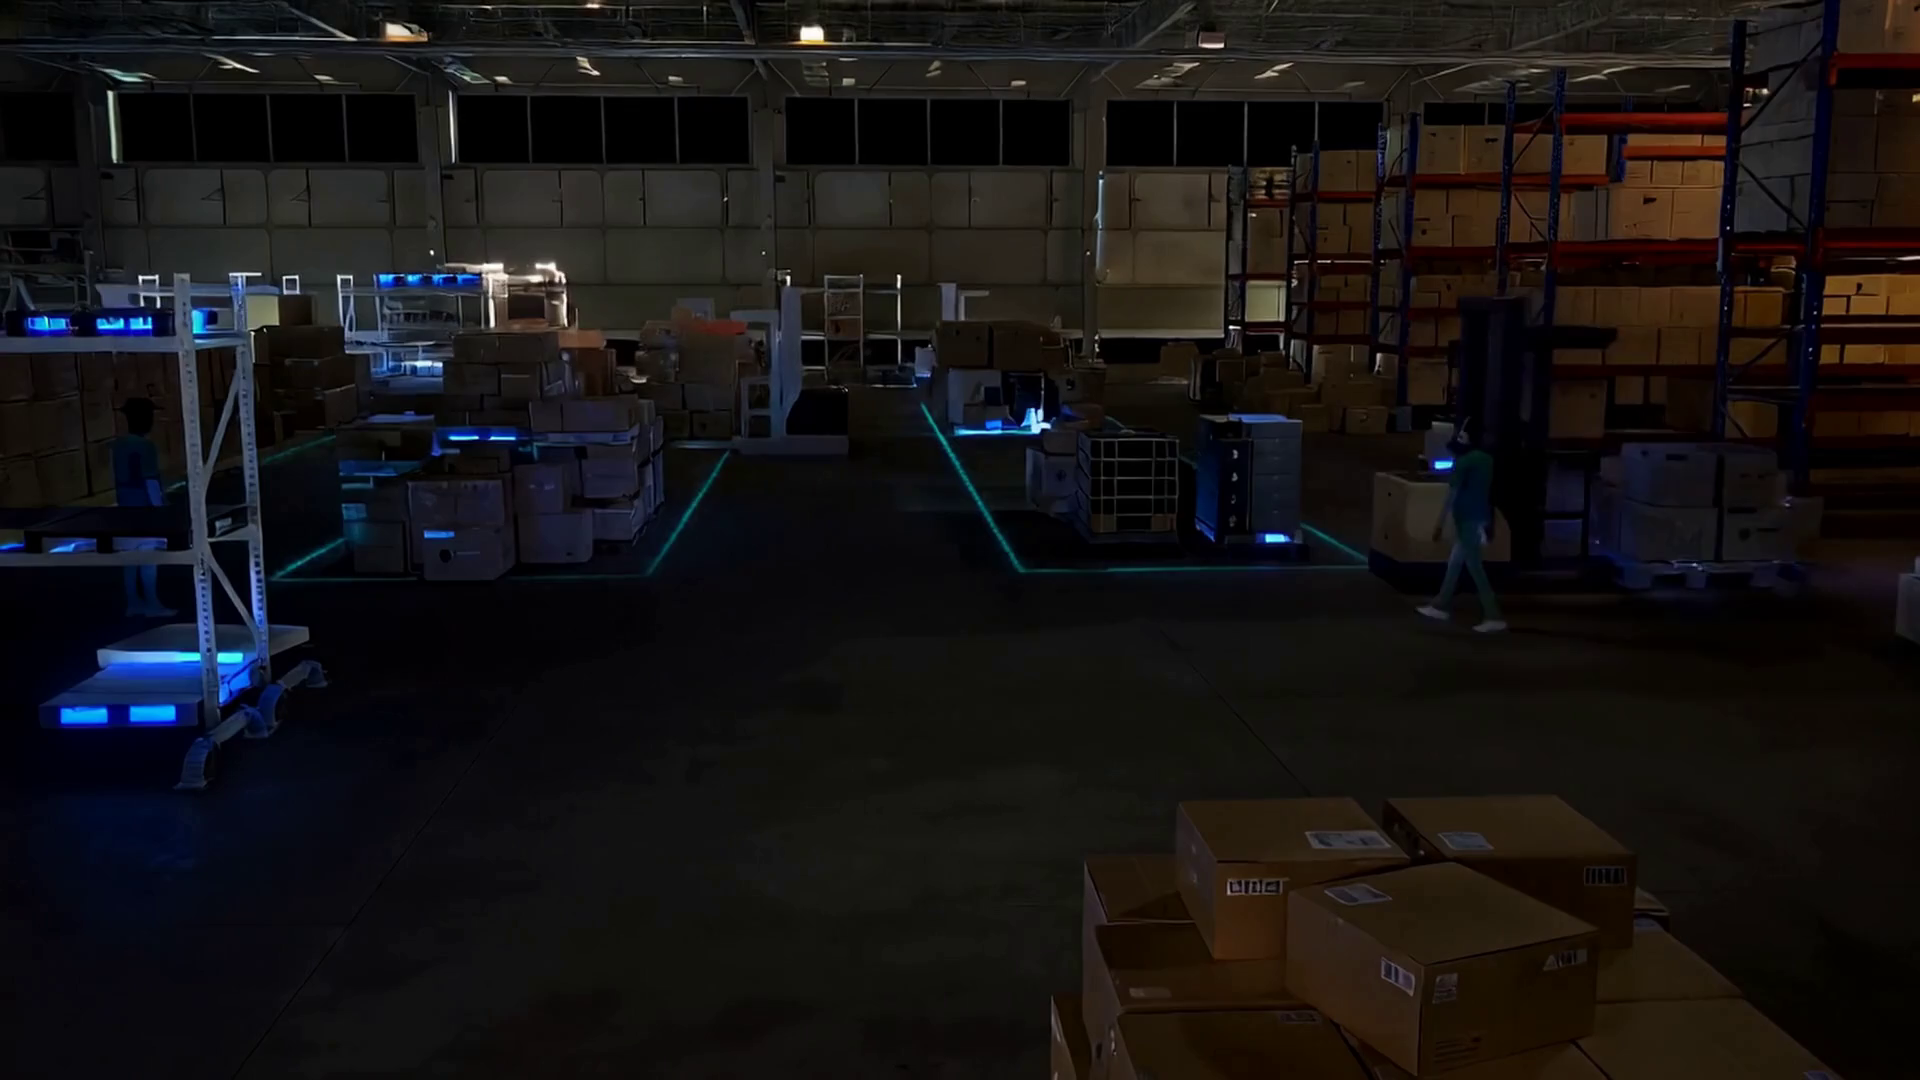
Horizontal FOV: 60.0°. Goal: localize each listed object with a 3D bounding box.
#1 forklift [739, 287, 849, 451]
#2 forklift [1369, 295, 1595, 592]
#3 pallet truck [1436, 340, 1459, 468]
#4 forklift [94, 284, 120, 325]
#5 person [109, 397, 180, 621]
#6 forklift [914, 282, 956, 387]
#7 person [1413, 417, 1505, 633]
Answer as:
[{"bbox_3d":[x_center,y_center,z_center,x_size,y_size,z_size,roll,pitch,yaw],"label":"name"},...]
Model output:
[{"bbox_3d":[-2.857,-2.959,28.607,1.873,2.768,1.129,-1,9,-4],"label":"forklift"},{"bbox_3d":[5.053,-0.962,16.069,1.873,2.768,1.129,-1,9,-4],"label":"forklift"},{"bbox_3d":[8.004,-2.170,26.422,0.823,1.965,1.885,2,9,14],"label":"pallet truck"},{"bbox_3d":[-18.830,-4.285,36.934,1.873,2.768,1.129,-6,11,-32],"label":"forklift"},{"bbox_3d":[-7.193,-0.276,14.620,0.614,1.963,0.362,6,11,33],"label":"person"},{"bbox_3d":[-0.302,-5.566,44.979,1.873,2.768,1.129,-1,9,-4],"label":"forklift"},{"bbox_3d":[4.325,-0.138,14.240,0.551,1.823,0.975,-7,11,-37],"label":"person"}]
